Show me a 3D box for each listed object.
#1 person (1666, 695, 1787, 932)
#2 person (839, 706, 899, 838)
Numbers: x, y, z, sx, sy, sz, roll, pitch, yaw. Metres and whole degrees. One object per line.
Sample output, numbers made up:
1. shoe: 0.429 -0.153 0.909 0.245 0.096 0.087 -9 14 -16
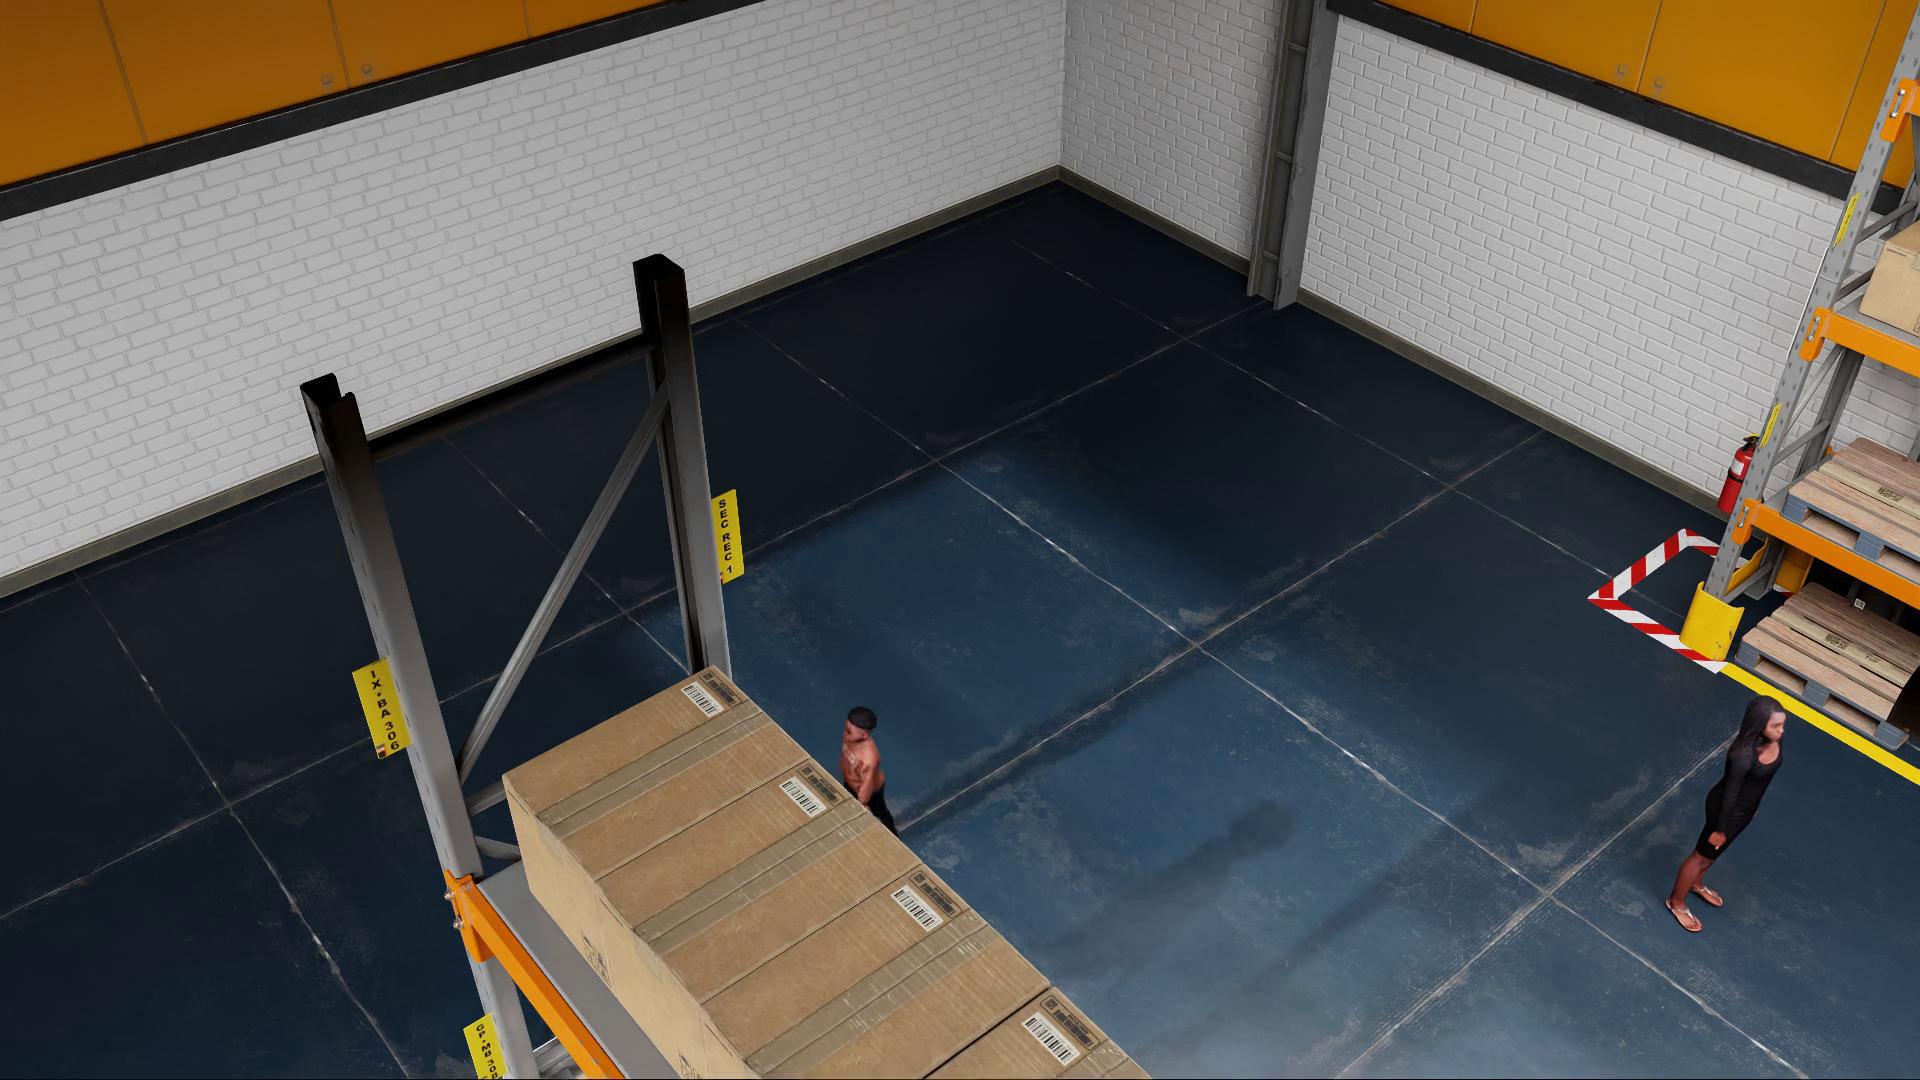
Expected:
1. person: 4.516 1.577 9.730 0.616 1.720 0.493 -30 47 -32
2. person: -0.526 1.487 10.235 0.718 1.231 0.828 -17 42 -20
